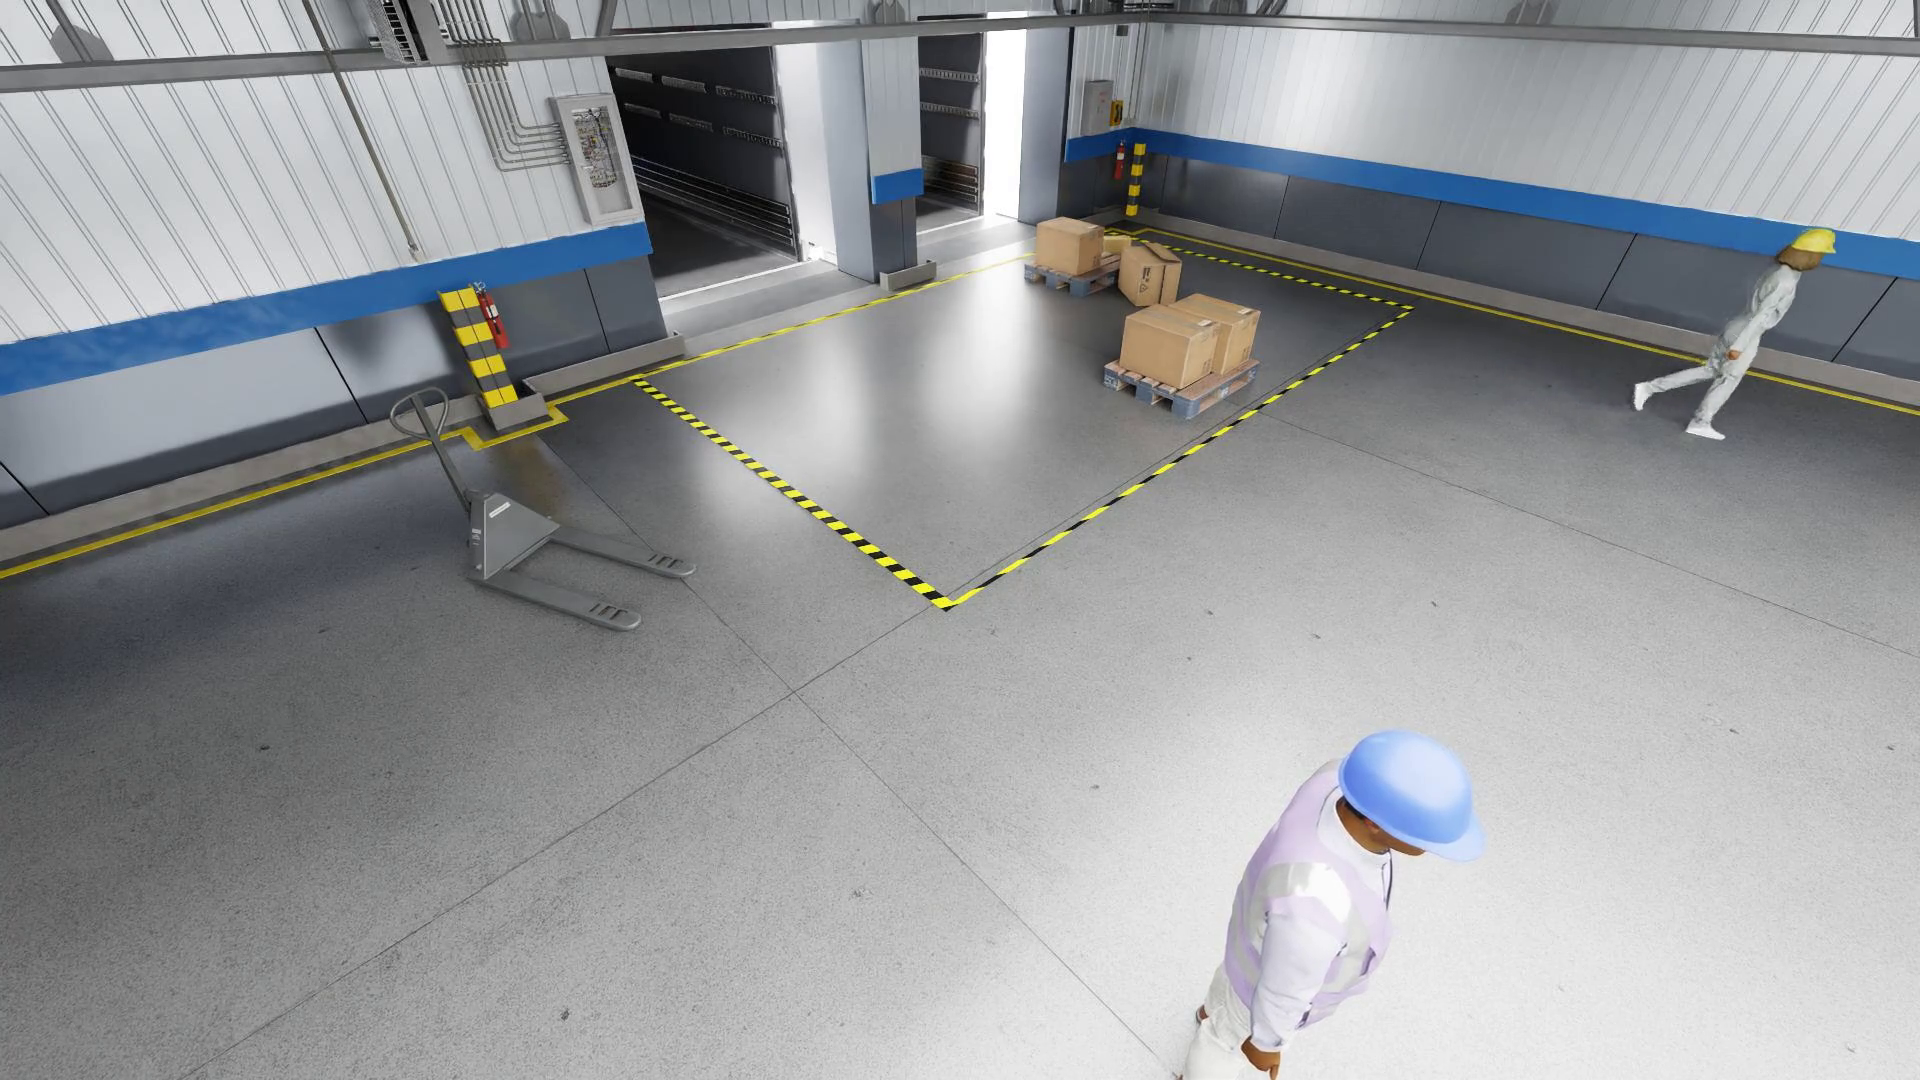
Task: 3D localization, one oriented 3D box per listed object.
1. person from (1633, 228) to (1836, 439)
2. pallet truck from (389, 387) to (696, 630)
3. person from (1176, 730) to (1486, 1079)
[{"bbox_3d":[6.391,-1.700,6.080,0.741,1.723,0.496,22,43,26],"label":"person"},{"bbox_3d":[-2.613,-0.247,4.593,1.601,1.201,0.680,14,40,17],"label":"pallet truck"},{"bbox_3d":[0.962,1.203,2.137,0.386,1.946,0.613,22,43,26],"label":"person"}]
